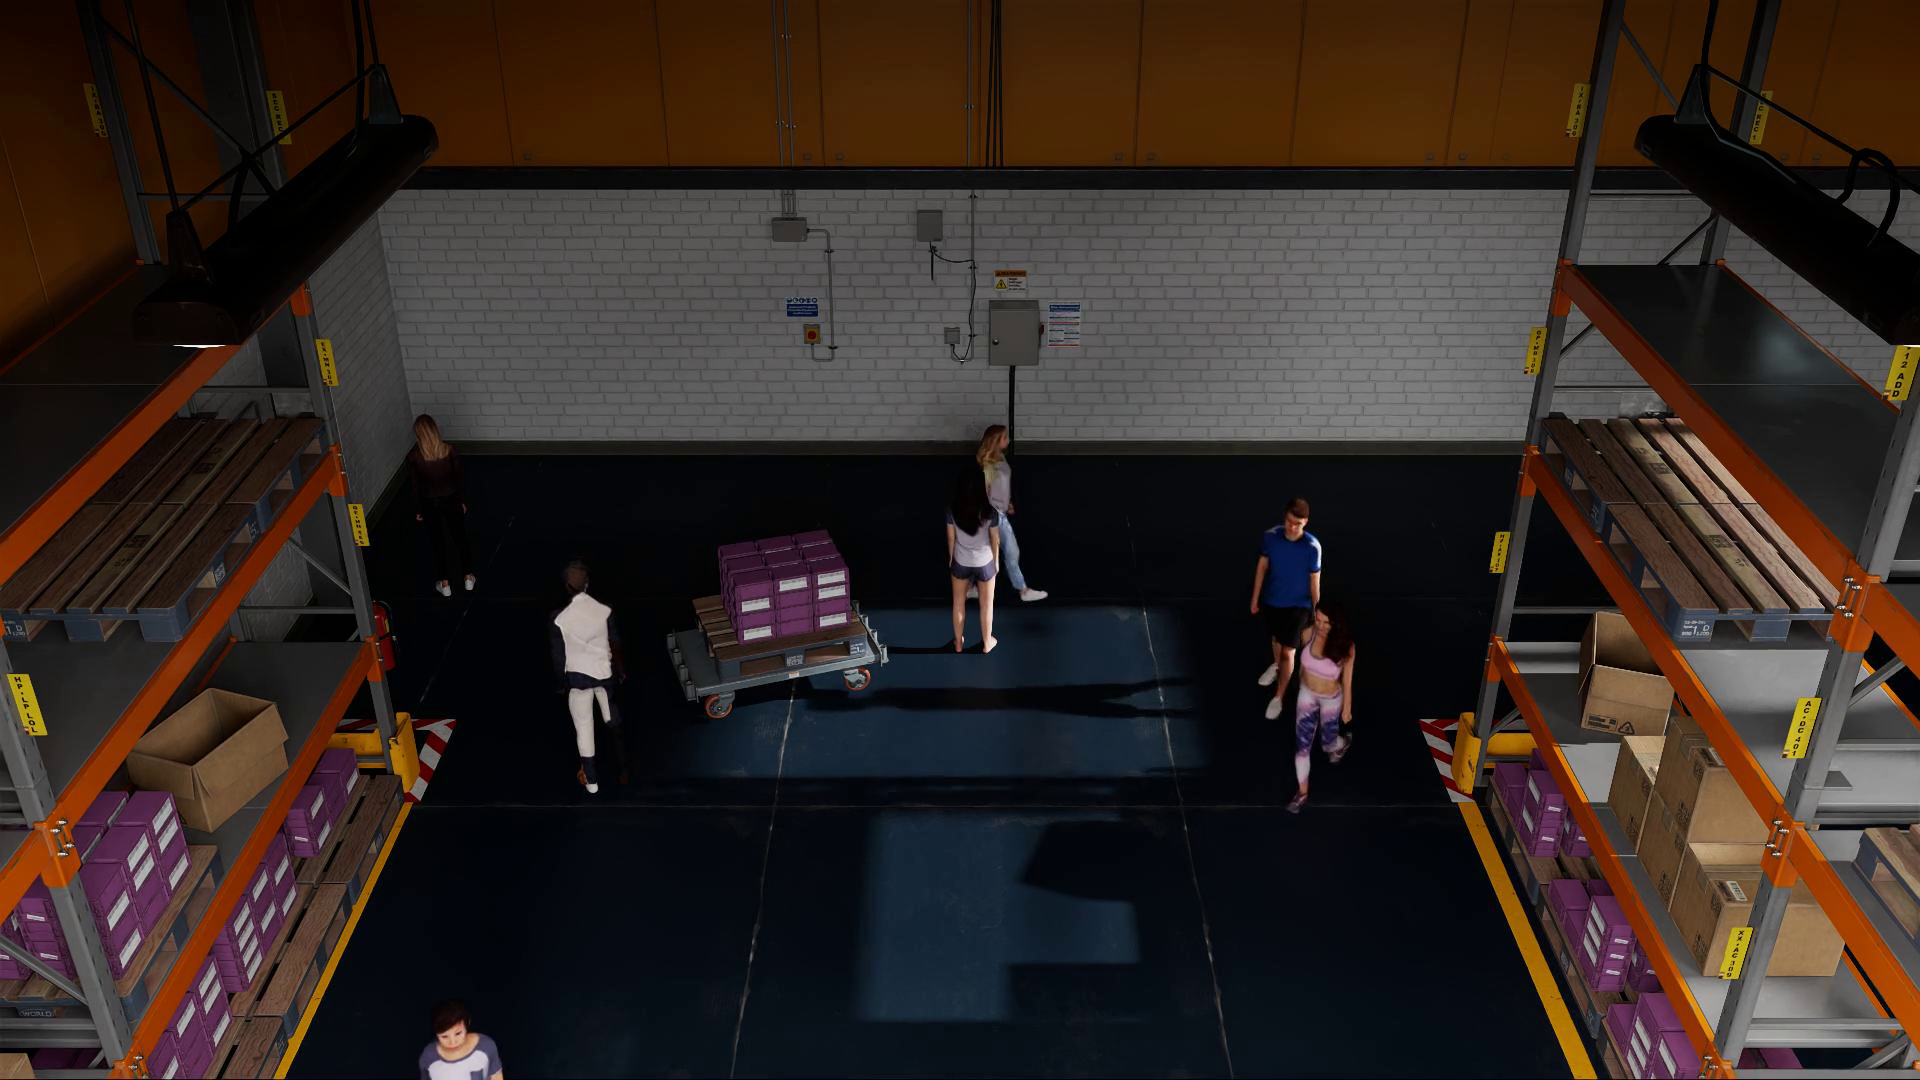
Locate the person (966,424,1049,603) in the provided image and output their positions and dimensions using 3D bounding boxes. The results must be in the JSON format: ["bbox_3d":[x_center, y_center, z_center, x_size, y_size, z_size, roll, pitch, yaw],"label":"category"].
[{"bbox_3d":[0.195,-0.217,14.475,0.781,1.692,0.983,3,29,6],"label":"person"}]

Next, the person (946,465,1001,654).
[{"bbox_3d":[0.101,0.165,13.759,0.622,1.707,0.573,4,29,7],"label":"person"}]

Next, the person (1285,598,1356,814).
[{"bbox_3d":[2.628,1.124,11.969,0.970,1.737,1.101,20,35,32],"label":"person"}]

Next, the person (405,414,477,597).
[{"bbox_3d":[-4.564,-0.304,14.621,0.673,1.705,0.652,-12,31,-21],"label":"person"}]

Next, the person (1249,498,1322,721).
[{"bbox_3d":[2.628,0.450,13.118,1.075,1.820,1.238,18,34,30],"label":"person"}]

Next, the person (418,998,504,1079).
[{"bbox_3d":[-2.603,2.968,8.779,0.630,1.554,0.659,-6,29,-11],"label":"person"}]

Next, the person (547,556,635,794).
[{"bbox_3d":[-2.679,0.984,12.064,0.751,1.892,0.706,-9,30,-16],"label":"person"}]
